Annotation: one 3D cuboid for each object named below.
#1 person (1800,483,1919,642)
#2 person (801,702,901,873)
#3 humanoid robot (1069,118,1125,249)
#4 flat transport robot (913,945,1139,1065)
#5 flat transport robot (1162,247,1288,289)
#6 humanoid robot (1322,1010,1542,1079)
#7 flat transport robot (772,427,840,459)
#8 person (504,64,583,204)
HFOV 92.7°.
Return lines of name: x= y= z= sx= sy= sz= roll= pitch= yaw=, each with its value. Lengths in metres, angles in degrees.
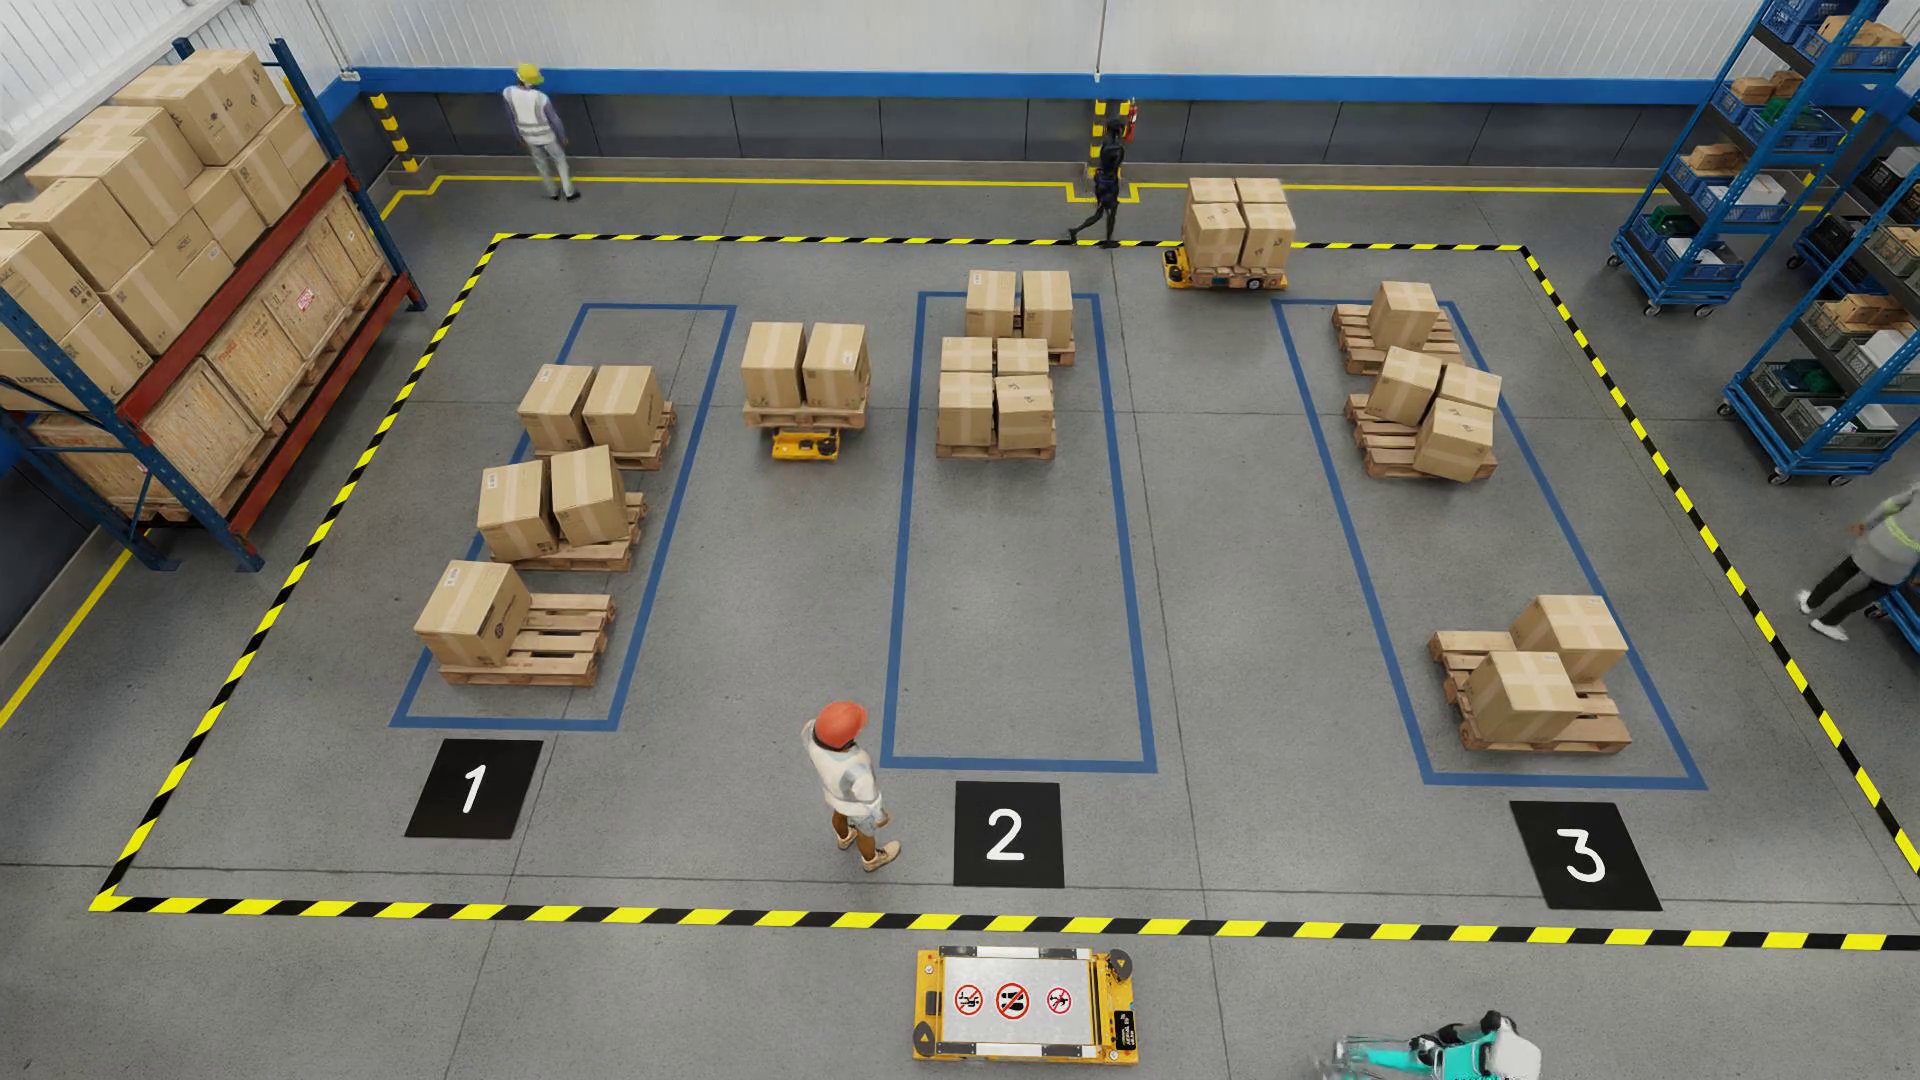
person: x=7.539 y=0.107 z=7.415 sx=0.373 sy=1.813 sz=0.661 roll=-10 pitch=52 yaw=-8
person: x=-0.703 y=1.629 z=6.012 sx=0.606 sy=2.048 sz=0.365 roll=35 pitch=59 yaw=25
humanoid robot: x=1.709 y=-4.263 z=11.063 sx=0.652 sy=1.629 sz=0.608 roll=-7 pitch=51 yaw=-6
flat transport robot: x=0.422 y=3.041 z=6.007 sx=1.431 sy=0.231 sz=0.659 roll=1 pitch=51 yaw=1
flat transport robot: x=3.237 y=-3.357 z=11.205 sx=1.431 sy=0.197 sz=0.652 roll=1 pitch=51 yaw=1
humanoid robot: x=2.433 y=2.964 z=5.124 sx=0.788 sy=1.761 sz=0.548 roll=17 pitch=53 yaw=14
flat transport robot: x=-1.552 y=-1.422 z=9.627 sx=0.652 sy=0.197 sz=1.431 roll=1 pitch=51 yaw=1
person: x=-5.351 y=-5.168 z=11.730 sx=0.634 sy=1.781 sz=0.408 roll=1 pitch=51 yaw=1
